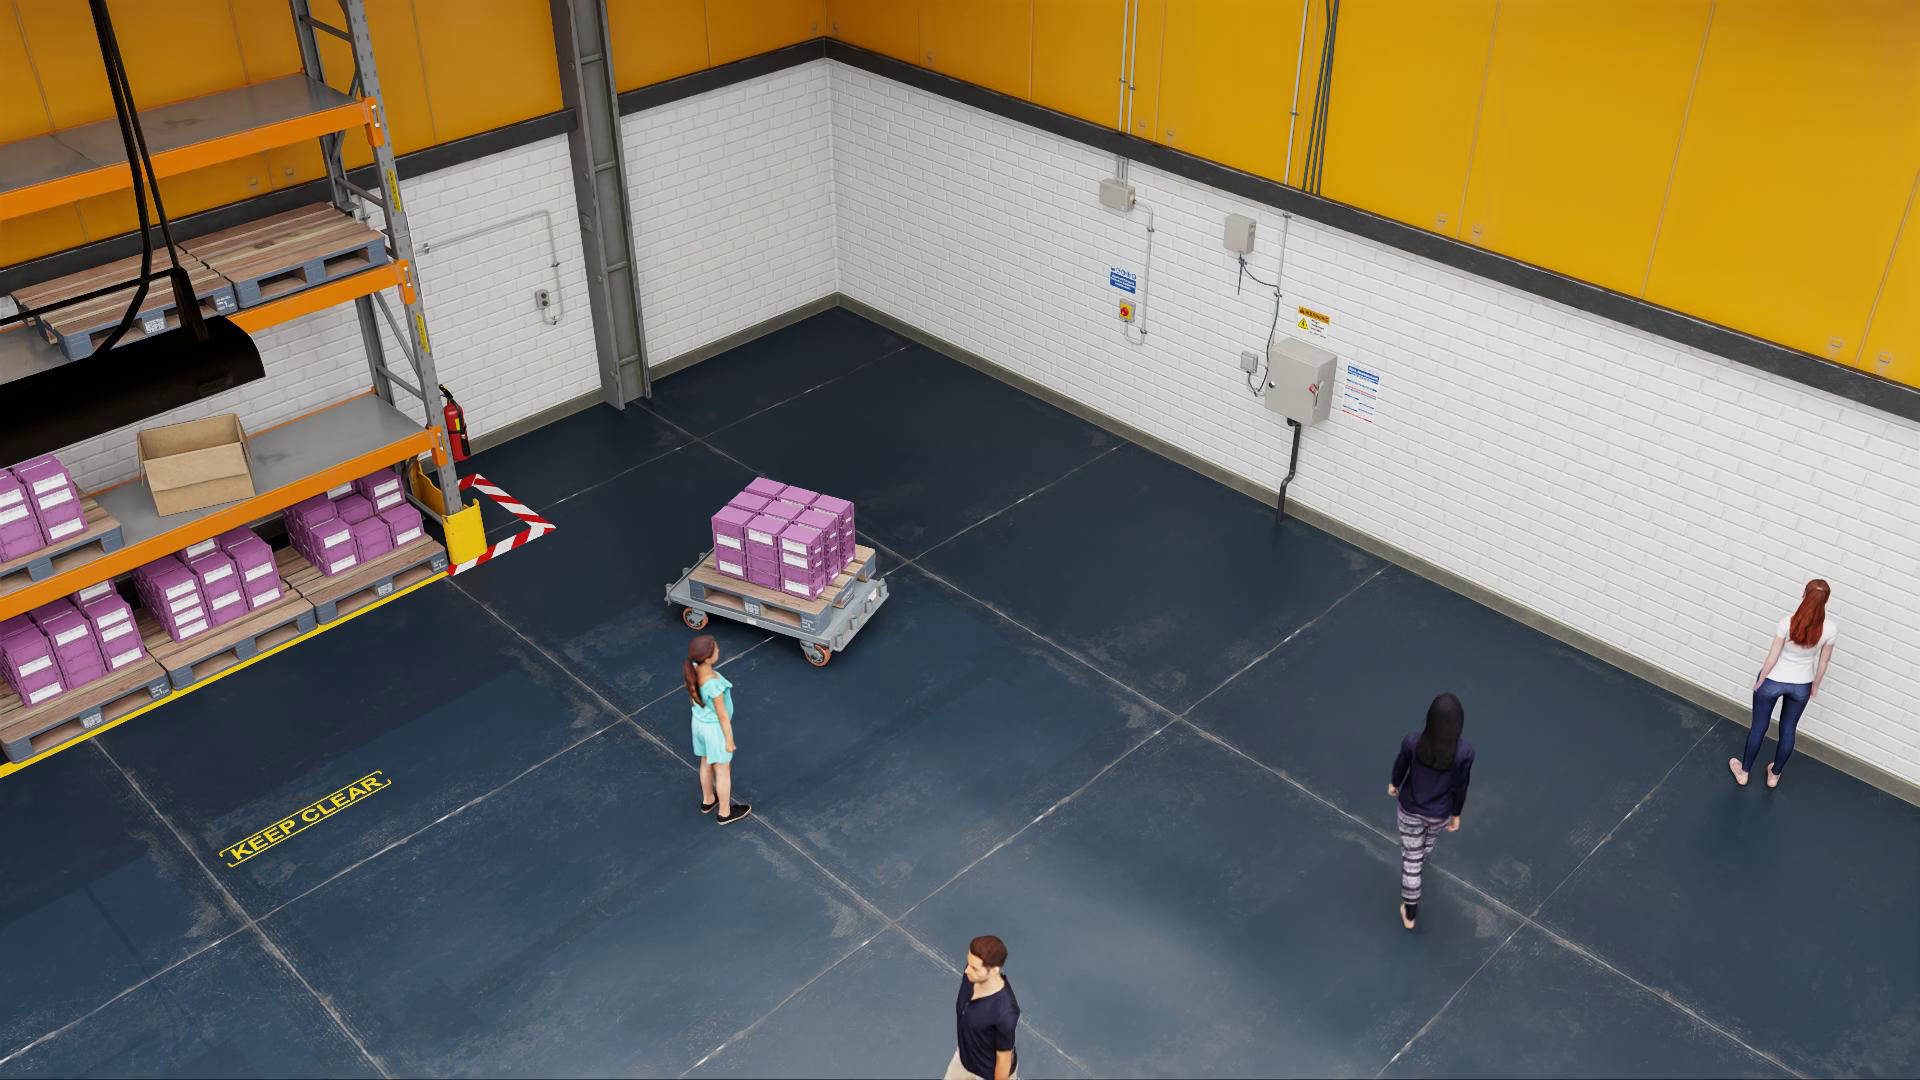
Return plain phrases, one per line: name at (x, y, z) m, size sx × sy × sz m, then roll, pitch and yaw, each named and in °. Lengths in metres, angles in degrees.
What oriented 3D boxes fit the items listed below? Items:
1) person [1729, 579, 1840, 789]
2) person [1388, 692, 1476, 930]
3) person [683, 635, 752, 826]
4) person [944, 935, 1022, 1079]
person at (5.825, 1.017, 11.723) m, size 0.661 × 1.739 × 0.690 m, roll 7°, pitch 34°, yaw 10°
person at (2.977, 1.761, 10.645) m, size 0.973 × 1.693 × 1.135 m, roll 6°, pitch 34°, yaw 9°
person at (-1.710, 1.289, 11.477) m, size 0.521 × 1.558 × 0.538 m, roll -28°, pitch 43°, yaw -36°
person at (0.216, 2.770, 8.983) m, size 0.673 × 1.851 × 0.720 m, roll -18°, pitch 38°, yaw -25°
